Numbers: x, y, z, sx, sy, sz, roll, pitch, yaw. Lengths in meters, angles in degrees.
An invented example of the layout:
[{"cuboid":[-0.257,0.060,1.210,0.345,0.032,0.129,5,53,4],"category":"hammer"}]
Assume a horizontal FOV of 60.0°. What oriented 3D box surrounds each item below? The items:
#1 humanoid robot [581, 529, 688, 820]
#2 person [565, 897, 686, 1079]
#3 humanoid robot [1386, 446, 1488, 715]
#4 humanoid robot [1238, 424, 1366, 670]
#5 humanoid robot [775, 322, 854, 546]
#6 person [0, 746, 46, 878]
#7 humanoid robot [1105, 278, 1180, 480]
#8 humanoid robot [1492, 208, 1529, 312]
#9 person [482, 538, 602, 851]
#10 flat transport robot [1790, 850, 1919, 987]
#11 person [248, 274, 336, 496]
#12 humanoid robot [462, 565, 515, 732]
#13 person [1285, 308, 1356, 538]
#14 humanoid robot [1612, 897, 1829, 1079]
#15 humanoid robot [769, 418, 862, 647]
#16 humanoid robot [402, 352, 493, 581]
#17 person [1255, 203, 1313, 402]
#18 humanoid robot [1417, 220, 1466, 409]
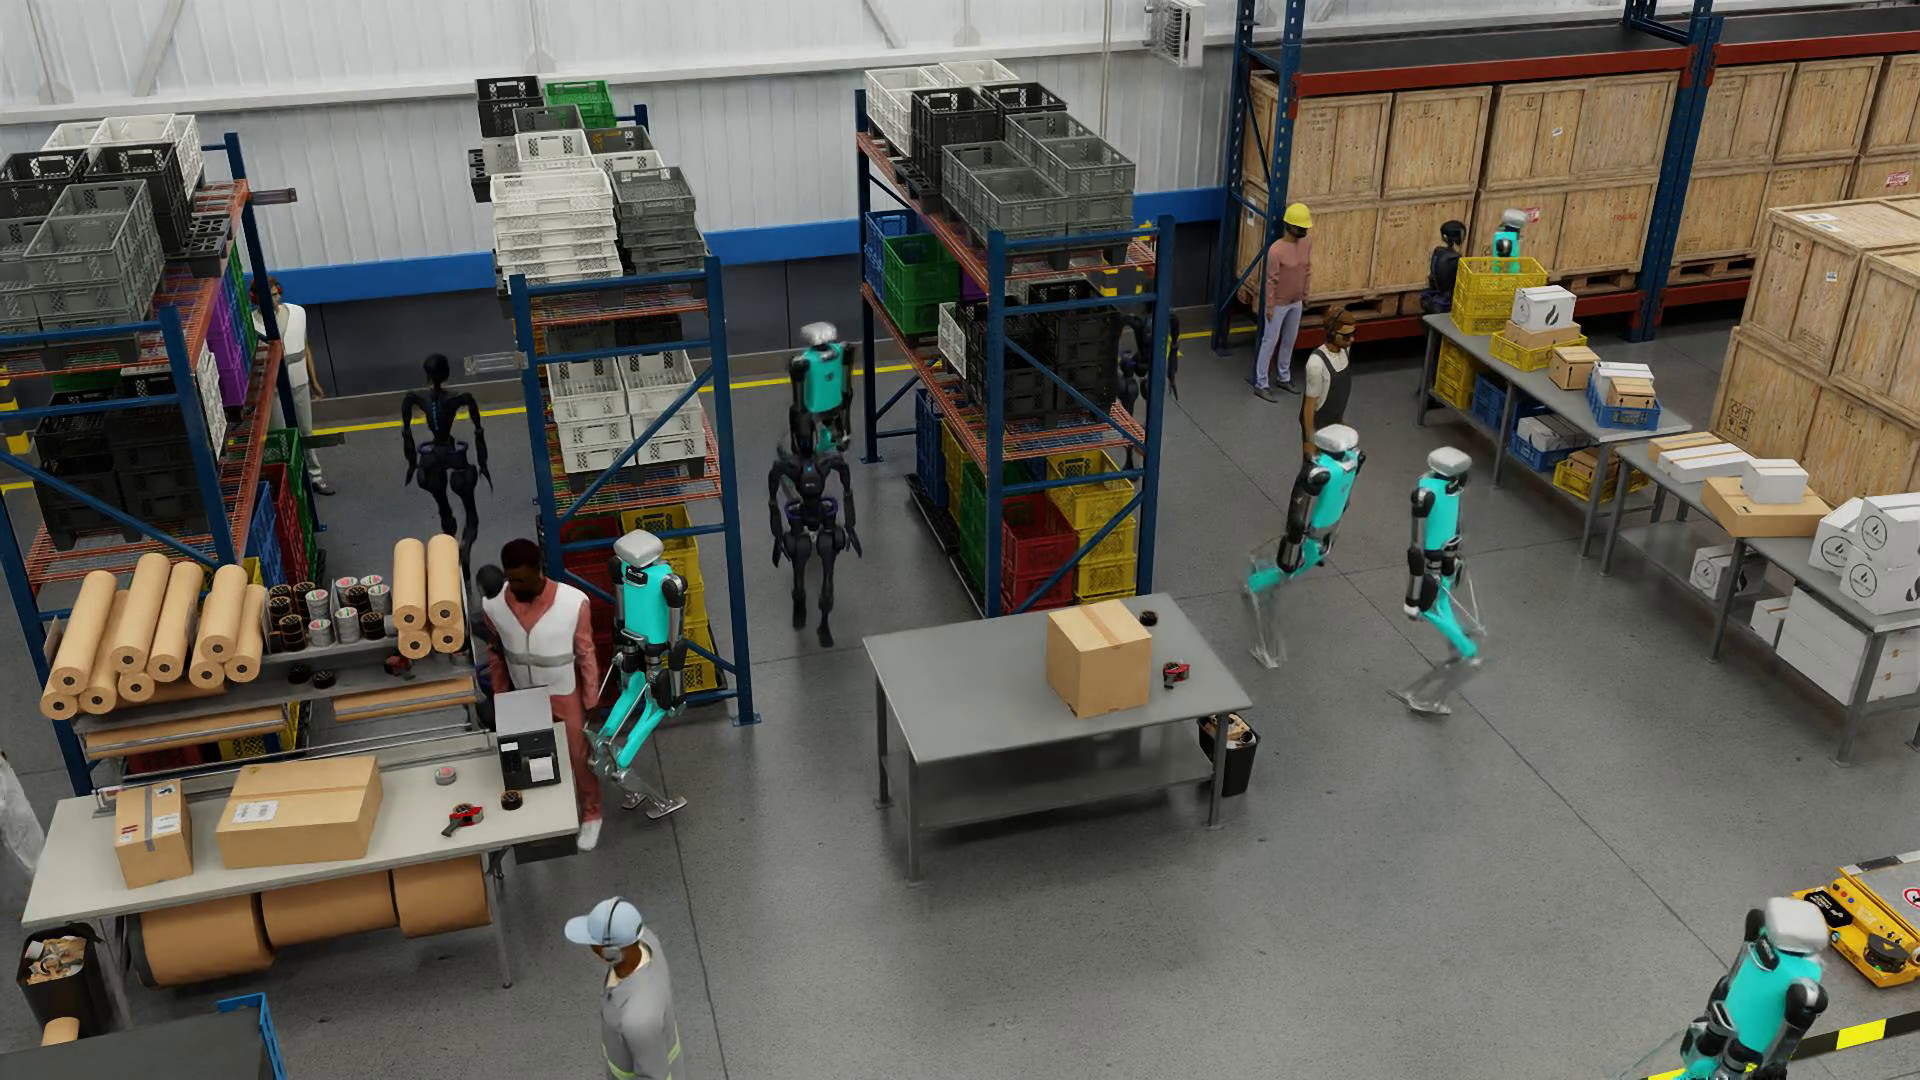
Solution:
[{"cuboid":[-1.821,0.808,9.027,0.533,1.677,0.735,20,35,32],"category":"humanoid robot"},{"cuboid":[-1.283,2.151,6.604,0.384,1.849,0.596,-7,29,-12],"category":"person"},{"cuboid":[3.010,0.338,10.020,0.730,1.784,0.555,23,36,35],"category":"humanoid robot"},{"cuboid":[2.083,0.042,10.590,0.777,1.807,0.534,25,38,38],"category":"humanoid robot"},{"cuboid":[-1.134,-0.799,12.065,0.559,1.757,0.761,-24,37,-37],"category":"humanoid robot"},{"cuboid":[-4.976,1.218,8.353,0.601,1.814,0.708,8,30,14],"category":"person"},{"cuboid":[1.401,-1.309,13.076,0.612,1.641,0.494,-5,29,-9],"category":"humanoid robot"},{"cuboid":[4.805,-1.897,14.086,0.779,1.784,0.537,11,31,19],"category":"humanoid robot"},{"cuboid":[-2.236,0.814,8.986,0.593,1.907,0.414,4,29,6],"category":"person"},{"cuboid":[5.163,1.916,8.676,1.431,0.231,0.659,-8,30,-14],"category":"flat transport robot"},{"cuboid":[-5.131,-1.150,12.615,0.391,1.845,0.562,22,36,35],"category":"person"},{"cuboid":[-2.426,0.864,9.125,0.615,1.653,0.341,-17,33,-27],"category":"humanoid robot"},{"cuboid":[2.622,-0.813,12.019,0.336,1.838,0.505,20,35,32],"category":"person"},{"cuboid":[2.898,2.183,6.667,0.783,1.754,0.588,1,29,3],"category":"humanoid robot"},{"cuboid":[-0.945,-0.075,10.843,0.590,1.643,0.412,-6,29,-10],"category":"humanoid robot"},{"cuboid":[-3.614,-0.498,11.628,0.612,1.638,0.623,-2,29,-4],"category":"humanoid robot"},{"cuboid":[2.828,-2.053,14.350,0.526,1.759,0.337,-20,35,-32],"category":"person"},{"cuboid":[4.147,-1.922,14.186,0.367,1.647,0.588,-7,30,-13],"category":"humanoid robot"}]
